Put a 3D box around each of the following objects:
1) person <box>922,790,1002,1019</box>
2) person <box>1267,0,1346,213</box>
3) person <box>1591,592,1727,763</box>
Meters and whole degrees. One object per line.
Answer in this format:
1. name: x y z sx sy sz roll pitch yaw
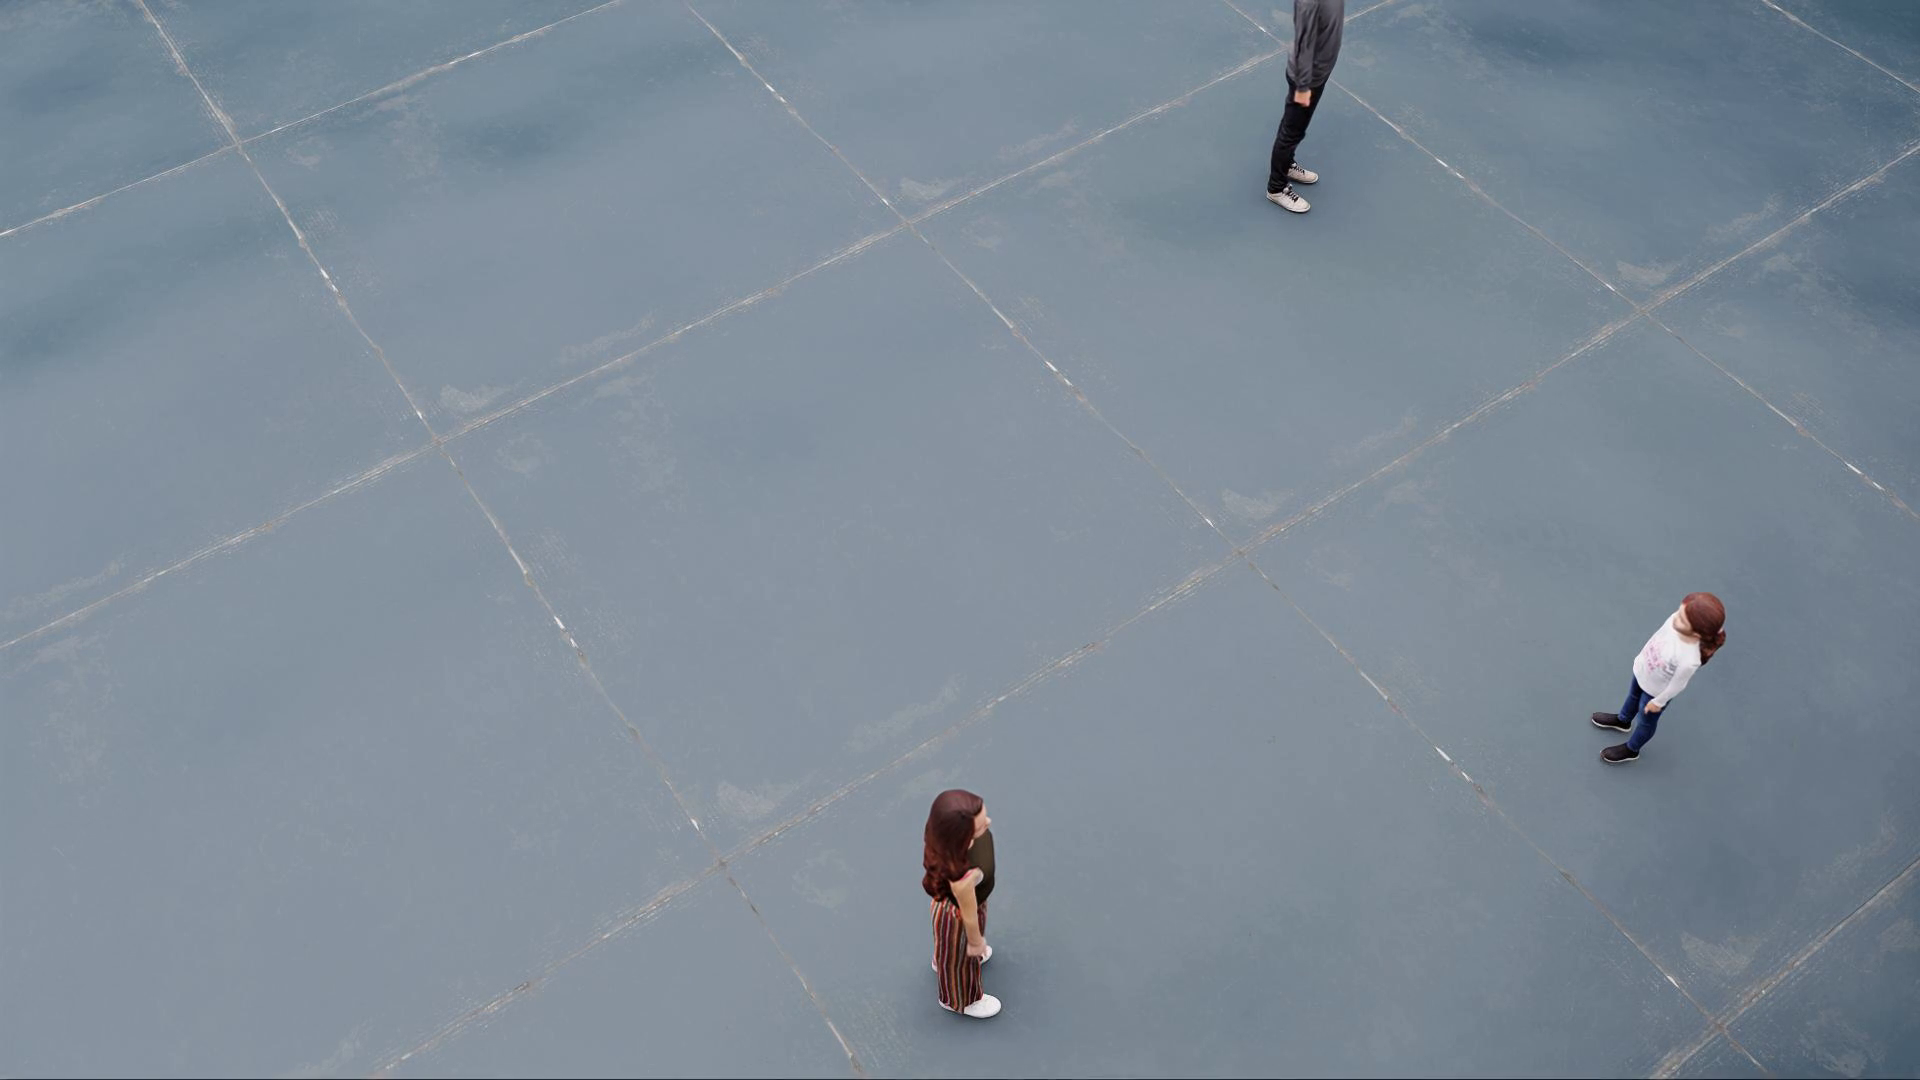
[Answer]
1. person: -0.002 1.371 6.363 0.694 1.562 0.596 -5 52 -4
2. person: 1.964 -2.673 9.368 0.728 1.761 0.702 16 54 12
3. person: 3.056 0.588 7.255 0.592 1.110 0.524 0 52 0
